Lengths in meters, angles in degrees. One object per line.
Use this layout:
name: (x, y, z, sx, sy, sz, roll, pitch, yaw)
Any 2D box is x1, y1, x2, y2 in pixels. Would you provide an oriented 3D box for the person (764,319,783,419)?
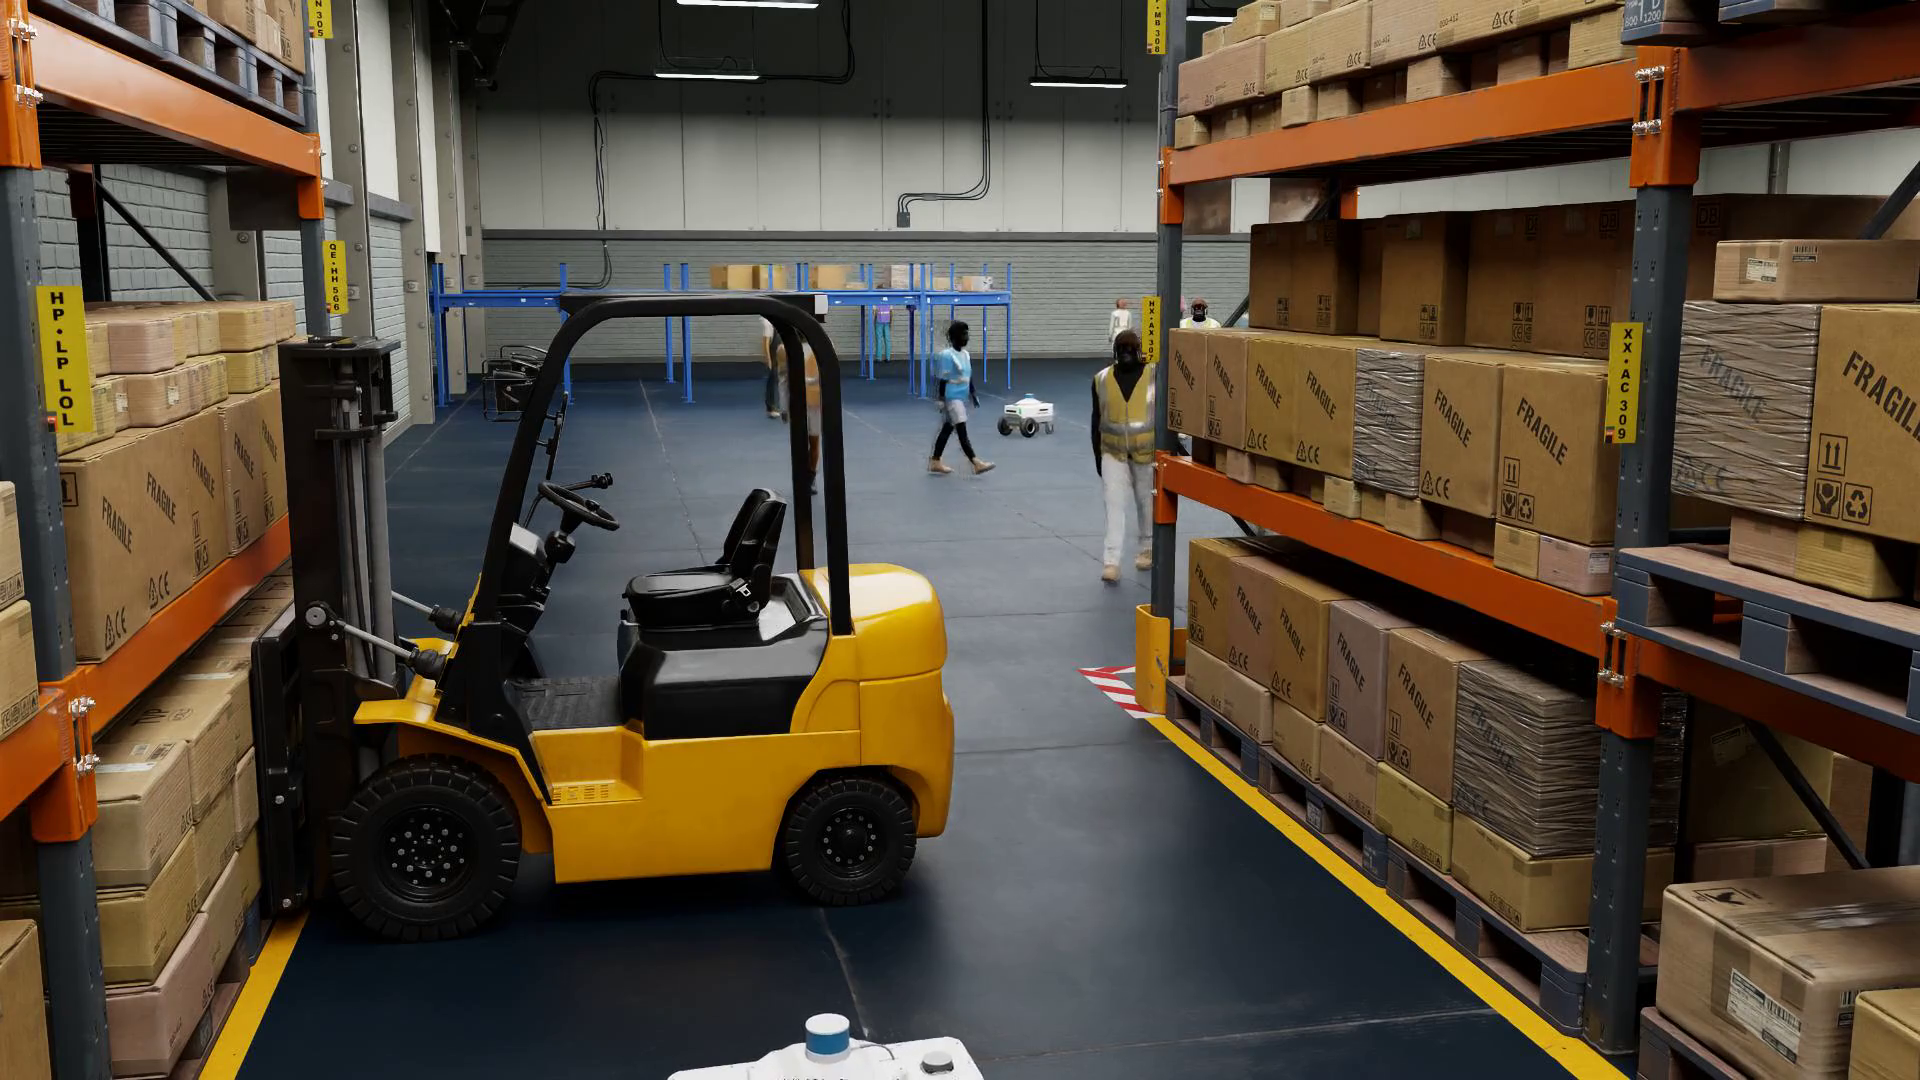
person: (-2.618, -2.682, 24.605, 0.541, 1.799, 0.958, -7, 12, -37)

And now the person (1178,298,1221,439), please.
person: (3.106, -2.238, 21.786, 0.627, 1.847, 0.429, 2, 10, 12)

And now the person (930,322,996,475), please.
person: (0.013, -1.522, 17.973, 0.864, 1.646, 0.543, 4, 10, 23)

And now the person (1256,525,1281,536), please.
person: (2.255, -0.599, 11.643, 0.641, 1.889, 0.989, 5, 11, 29)

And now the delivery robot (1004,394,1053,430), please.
delivery robot: (0.927, -1.730, 22.454, 0.477, 0.478, 0.707, 9, 13, 44)

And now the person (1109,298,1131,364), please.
person: (3.353, -4.251, 34.750, 0.531, 1.619, 0.693, -6, 11, -32)

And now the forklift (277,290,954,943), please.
forklift: (-1.179, 0.175, 6.143, 2.313, 2.155, 1.214, -2, 10, -12)

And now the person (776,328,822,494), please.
person: (-1.510, -1.349, 16.254, 0.546, 1.892, 0.977, -1, 9, -7)

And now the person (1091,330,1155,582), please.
person: (1.263, -0.640, 12.197, 0.626, 1.800, 0.953, 2, 10, 14)

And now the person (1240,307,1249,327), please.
person: (5.336, -3.652, 31.082, 0.519, 1.620, 0.540, 8, 12, 39)

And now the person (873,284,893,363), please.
person: (-1.850, -5.147, 39.508, 0.566, 1.846, 0.387, -6, 11, -33)

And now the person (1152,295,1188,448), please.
person: (2.600, -2.123, 20.830, 0.556, 1.921, 0.596, -6, 11, -31)

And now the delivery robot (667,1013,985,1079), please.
delivery robot: (-0.299, 1.330, 3.805, 0.707, 0.478, 0.477, -3, 10, -16)
